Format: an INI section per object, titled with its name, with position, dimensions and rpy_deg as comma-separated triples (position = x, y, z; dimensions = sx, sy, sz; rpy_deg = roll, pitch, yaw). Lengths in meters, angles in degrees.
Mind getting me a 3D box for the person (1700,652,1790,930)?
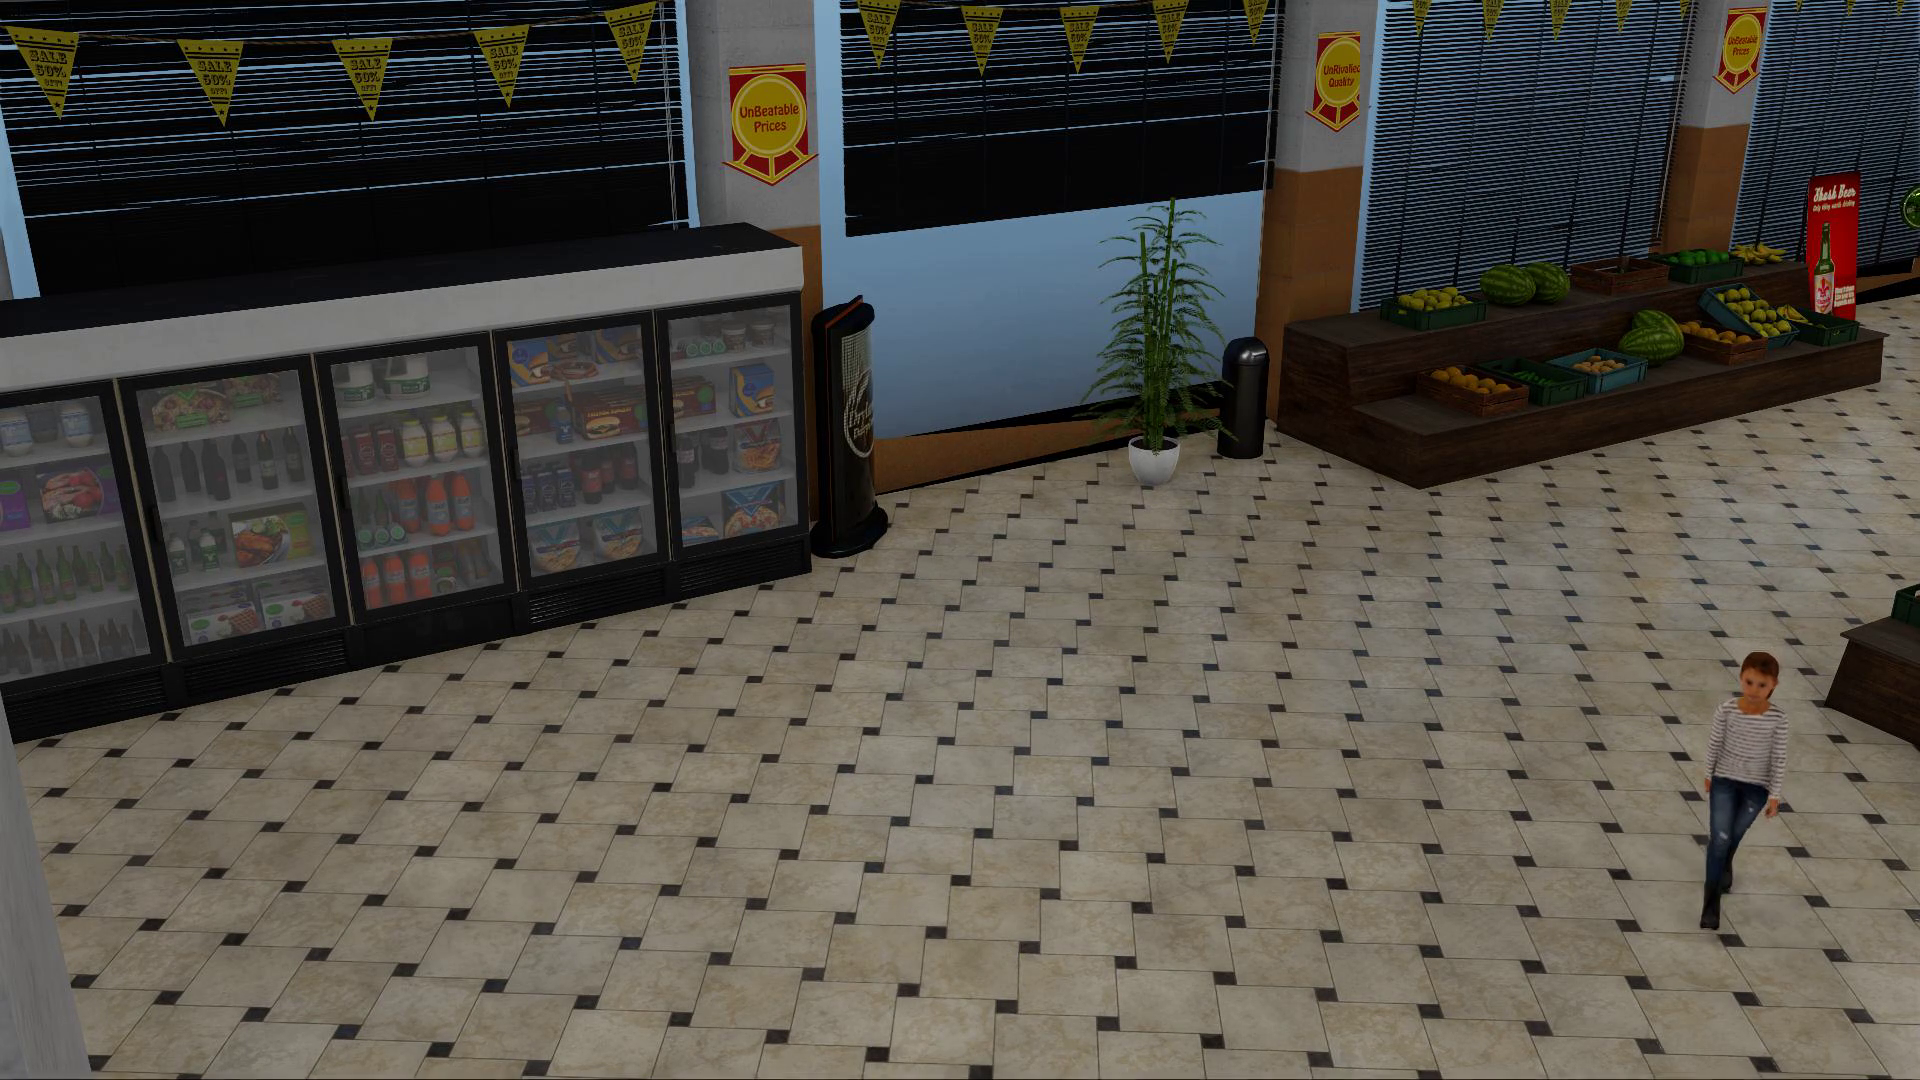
[person]
position = 3.628, 1.110, 7.699
dimensions = 0.822, 1.285, 0.948
rpy_deg = 9, 23, 21
